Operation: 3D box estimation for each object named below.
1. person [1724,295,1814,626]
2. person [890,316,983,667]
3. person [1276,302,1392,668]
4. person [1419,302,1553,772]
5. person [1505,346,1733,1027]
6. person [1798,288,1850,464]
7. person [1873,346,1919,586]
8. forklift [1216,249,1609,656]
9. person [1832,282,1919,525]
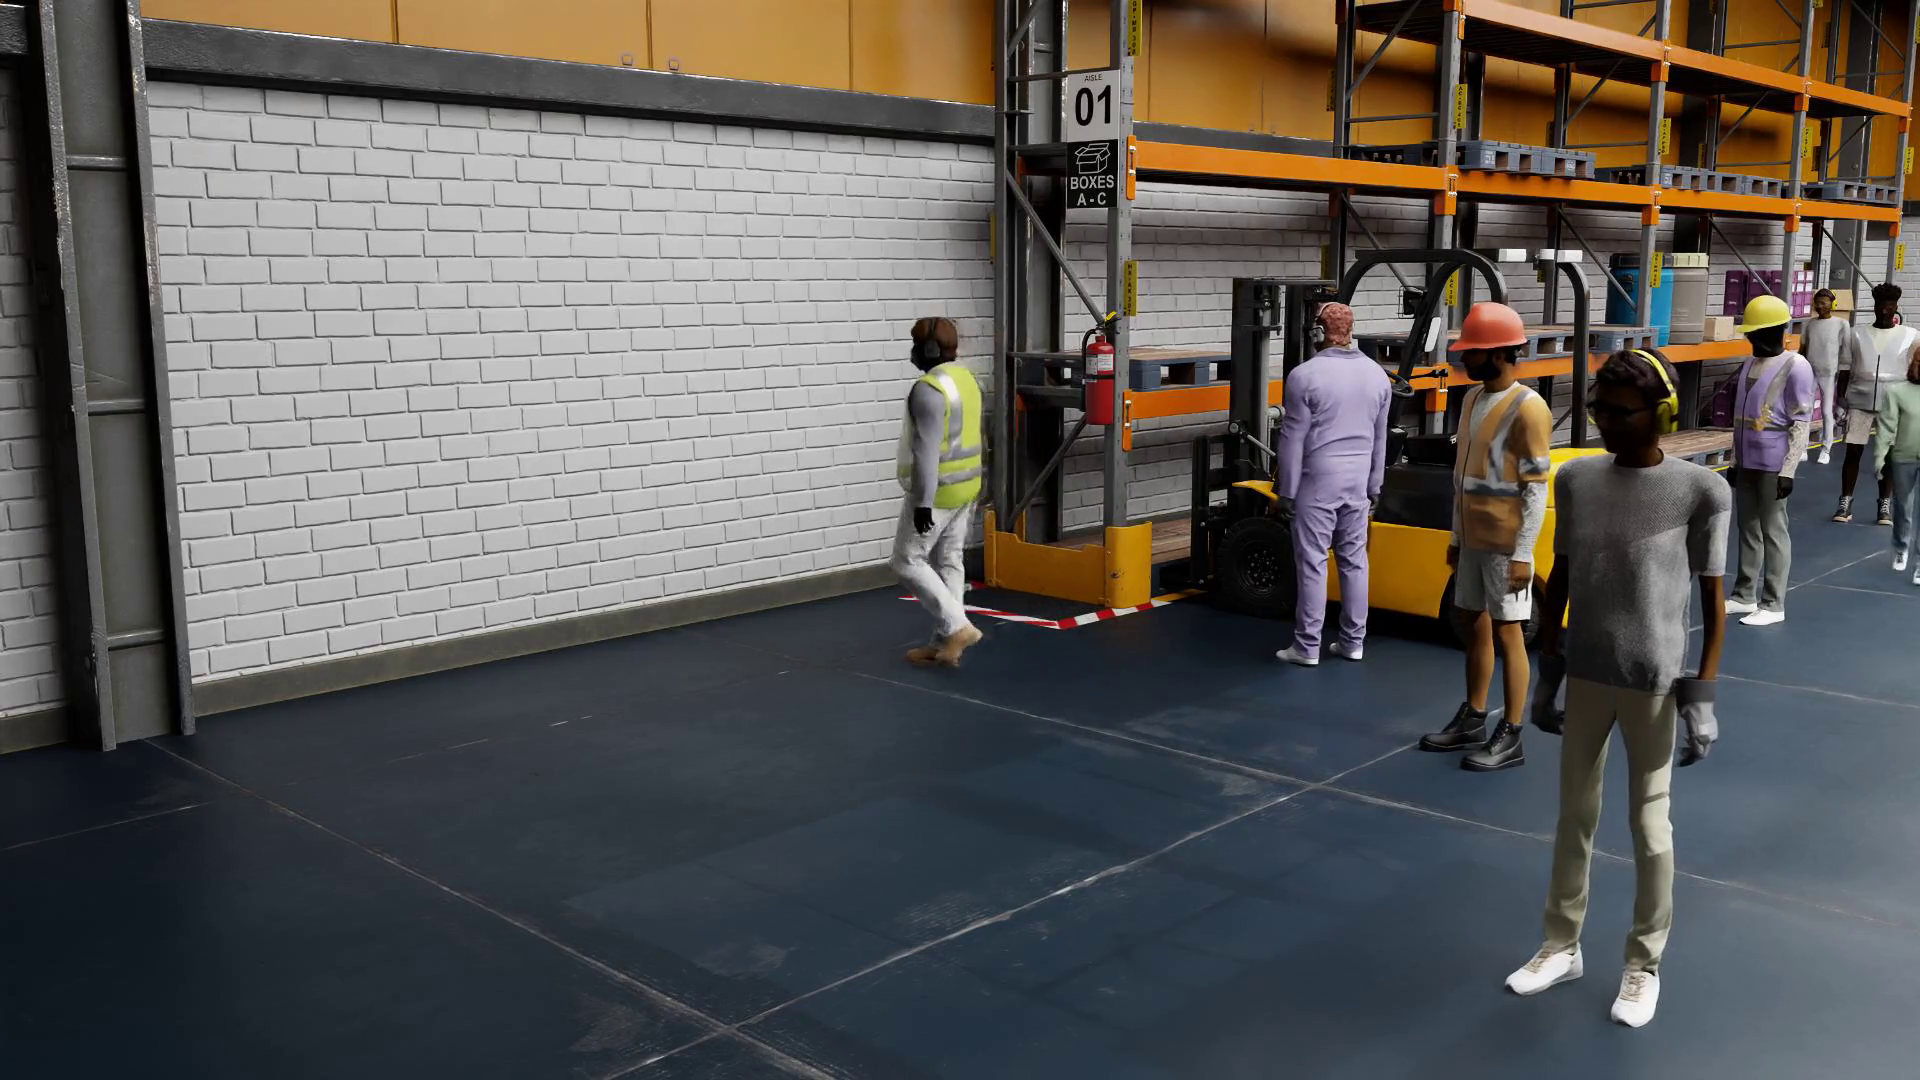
[{"bbox_3d":[4.675,-0.459,9.705,0.381,1.917,0.586,-1,9,-8],"label":"person"},{"bbox_3d":[-0.115,-0.229,8.555,0.439,1.830,0.653,4,10,21],"label":"person"},{"bbox_3d":[1.926,-0.287,8.716,0.640,1.900,0.404,-5,10,-26],"label":"person"},{"bbox_3d":[2.189,-0.008,6.893,0.376,1.934,0.546,-2,10,-14],"label":"person"},{"bbox_3d":[1.830,0.402,4.591,0.335,1.865,0.520,-9,13,-44],"label":"person"},{"bbox_3d":[9.169,-1.743,17.736,0.309,1.864,0.535,-9,13,-44],"label":"person"},{"bbox_3d":[6.430,-0.534,11.159,0.517,1.594,0.849,5,11,29],"label":"person"},{"bbox_3d":[2.710,-0.584,9.626,2.313,2.155,1.214,9,13,43],"label":"forklift"},{"bbox_3d":[7.445,-1.106,13.524,0.605,1.966,0.367,5,11,30],"label":"person"}]
